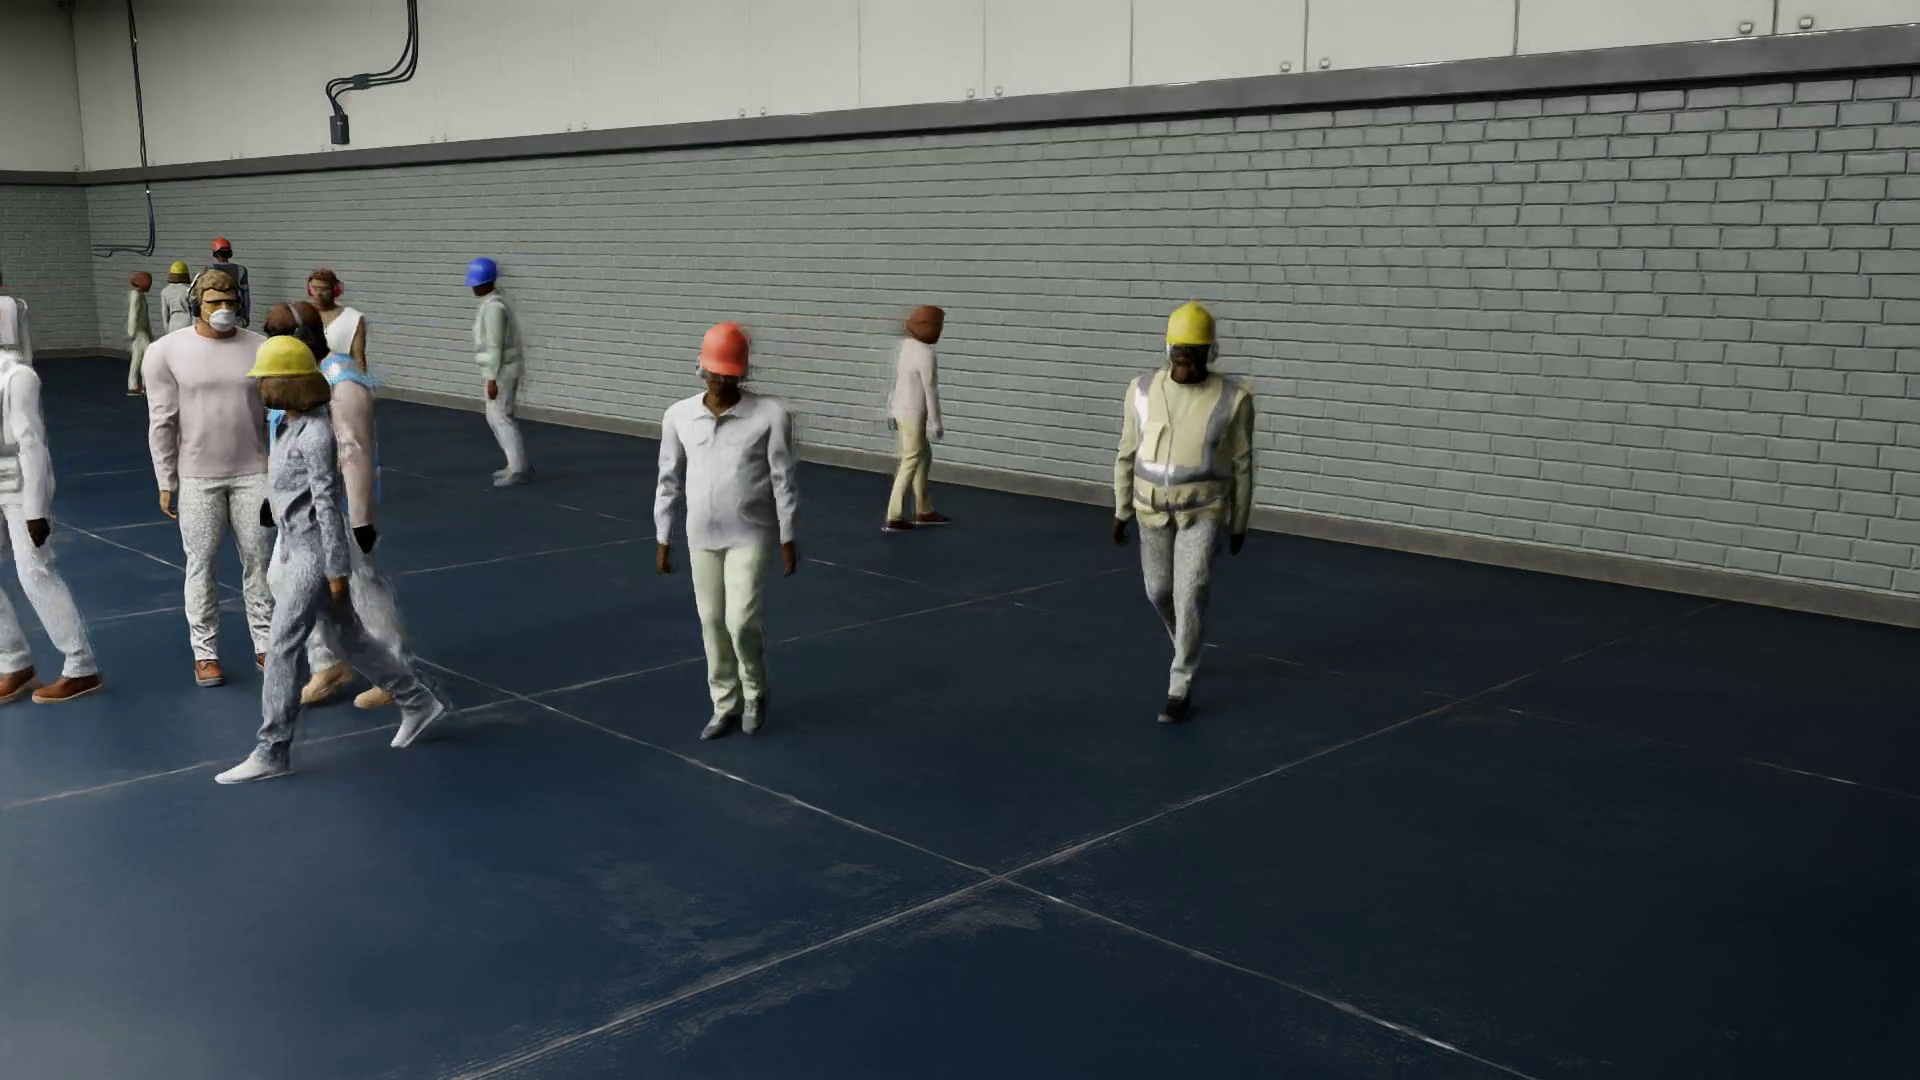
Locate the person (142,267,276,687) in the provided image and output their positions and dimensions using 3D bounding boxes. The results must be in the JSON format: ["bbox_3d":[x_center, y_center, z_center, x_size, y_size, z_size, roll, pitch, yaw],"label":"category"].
[{"bbox_3d":[-3.412,-0.290,7.735,0.625,1.933,0.375,-7,12,-33],"label":"person"}]

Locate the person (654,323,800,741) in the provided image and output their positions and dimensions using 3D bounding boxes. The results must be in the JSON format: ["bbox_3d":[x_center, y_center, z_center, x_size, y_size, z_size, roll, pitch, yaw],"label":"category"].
[{"bbox_3d":[-0.966,-0.021,6.798,0.603,1.724,0.388,3,11,15],"label":"person"}]

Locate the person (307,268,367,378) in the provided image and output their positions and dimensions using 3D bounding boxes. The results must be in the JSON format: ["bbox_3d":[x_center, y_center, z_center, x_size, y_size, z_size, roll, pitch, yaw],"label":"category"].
[{"bbox_3d":[-4.717,-1.110,12.460,0.581,1.824,0.456,0,10,0],"label":"person"}]

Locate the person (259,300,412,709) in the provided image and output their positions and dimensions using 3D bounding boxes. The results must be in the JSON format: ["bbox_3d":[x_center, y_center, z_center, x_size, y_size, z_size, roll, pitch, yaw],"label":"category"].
[{"bbox_3d":[-2.757,-0.150,7.316,0.652,1.801,0.530,9,14,42],"label":"person"}]

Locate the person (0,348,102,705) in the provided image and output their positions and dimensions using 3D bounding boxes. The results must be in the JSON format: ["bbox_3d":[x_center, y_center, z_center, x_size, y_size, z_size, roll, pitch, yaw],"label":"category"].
[{"bbox_3d":[-4.223,-0.189,7.388,0.613,1.853,0.477,7,12,32],"label":"person"}]

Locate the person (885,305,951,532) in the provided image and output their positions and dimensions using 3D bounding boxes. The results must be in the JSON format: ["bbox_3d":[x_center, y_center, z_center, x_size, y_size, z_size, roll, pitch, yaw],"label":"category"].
[{"bbox_3d":[-0.244,-0.845,11.643,0.627,1.592,0.576,-4,11,-22],"label":"person"}]

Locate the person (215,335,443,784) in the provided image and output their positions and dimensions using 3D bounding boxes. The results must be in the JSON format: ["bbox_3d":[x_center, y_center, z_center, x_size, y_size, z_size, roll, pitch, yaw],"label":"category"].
[{"bbox_3d":[-2.472,0.050,6.483,0.861,1.709,0.496,-7,12,-32],"label":"person"}]

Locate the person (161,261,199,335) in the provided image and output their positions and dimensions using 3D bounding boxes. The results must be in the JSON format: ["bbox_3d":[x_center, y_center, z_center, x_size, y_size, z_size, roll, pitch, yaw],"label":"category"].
[{"bbox_3d":[-9.953,-2.688,21.313,0.487,1.744,0.313,2,11,9],"label":"person"}]

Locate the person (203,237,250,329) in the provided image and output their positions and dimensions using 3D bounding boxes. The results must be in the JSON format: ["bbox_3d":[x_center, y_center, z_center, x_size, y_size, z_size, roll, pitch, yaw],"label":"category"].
[{"bbox_3d":[-10.039,-3.107,22.779,0.606,2.044,0.373,-10,14,-43],"label":"person"}]

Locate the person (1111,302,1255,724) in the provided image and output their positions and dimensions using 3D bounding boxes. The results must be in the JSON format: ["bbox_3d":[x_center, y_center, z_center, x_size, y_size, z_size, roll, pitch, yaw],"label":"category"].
[{"bbox_3d":[1.003,-0.156,7.357,0.587,1.802,0.825,5,12,27],"label":"person"}]

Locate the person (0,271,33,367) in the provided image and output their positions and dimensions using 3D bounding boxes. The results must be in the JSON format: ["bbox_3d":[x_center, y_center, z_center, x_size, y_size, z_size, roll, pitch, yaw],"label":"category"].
[{"bbox_3d":[-7.714,-1.296,13.343,0.354,1.883,0.572,5,12,27],"label":"person"}]

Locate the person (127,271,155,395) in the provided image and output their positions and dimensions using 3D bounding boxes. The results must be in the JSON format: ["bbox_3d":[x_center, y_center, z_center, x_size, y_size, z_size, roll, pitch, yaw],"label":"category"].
[{"bbox_3d":[-10.624,-2.687,21.656,0.557,1.603,0.564,-3,11,-18],"label":"person"}]

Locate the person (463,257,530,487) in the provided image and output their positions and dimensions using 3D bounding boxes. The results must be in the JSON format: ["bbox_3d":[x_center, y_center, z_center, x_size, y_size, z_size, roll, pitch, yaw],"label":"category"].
[{"bbox_3d":[-3.823,-1.374,13.717,0.507,1.899,0.638,-4,11,-21],"label":"person"}]
